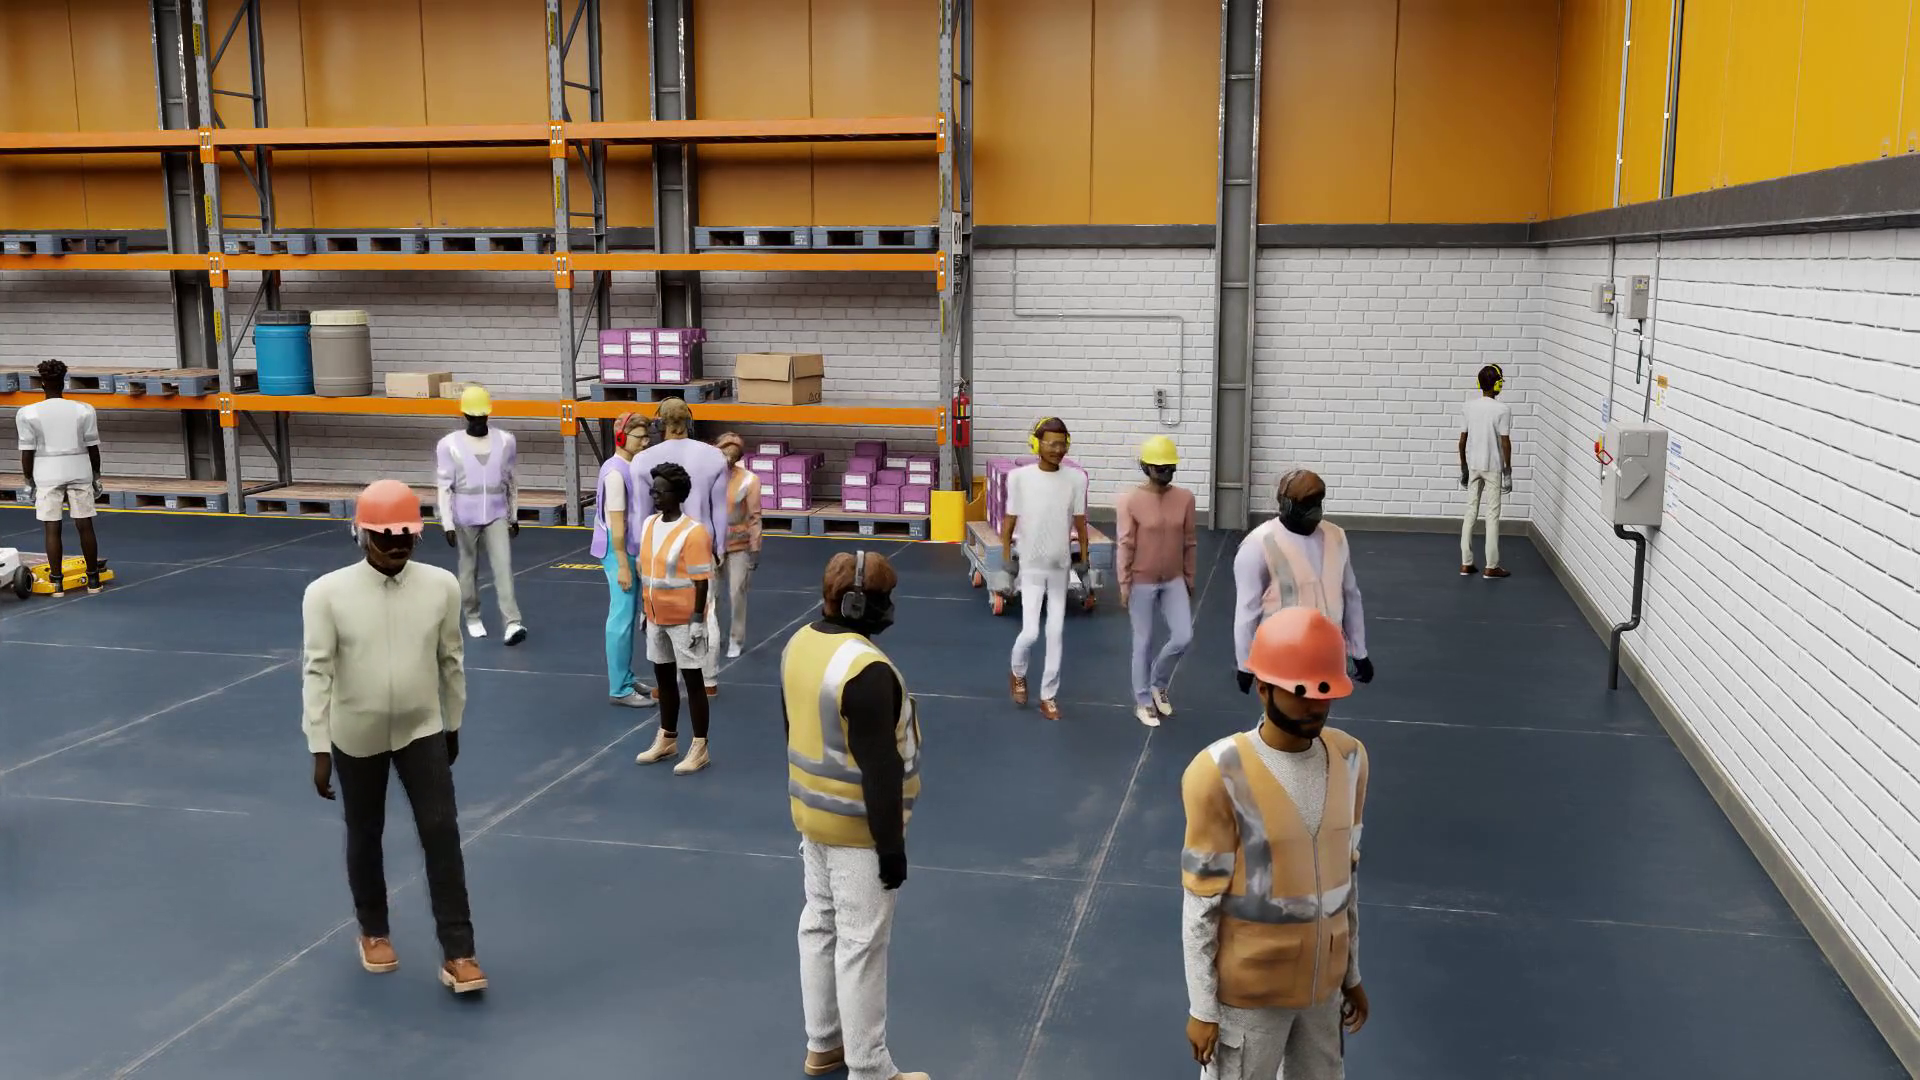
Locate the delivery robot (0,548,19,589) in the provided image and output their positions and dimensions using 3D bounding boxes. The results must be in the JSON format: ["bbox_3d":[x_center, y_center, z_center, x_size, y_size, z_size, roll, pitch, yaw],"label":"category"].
[{"bbox_3d":[-7.814,0.222,13.308,0.477,0.478,0.707,-2,10,-13],"label":"delivery robot"}]

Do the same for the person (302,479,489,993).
[{"bbox_3d":[-2.133,0.758,6.273,0.641,1.957,0.916,-6,11,-31],"label":"person"}]

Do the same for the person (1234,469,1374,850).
[{"bbox_3d":[1.635,0.550,7.989,0.633,1.798,0.963,-6,11,-31],"label":"person"}]

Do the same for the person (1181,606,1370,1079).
[{"bbox_3d":[0.823,1.113,4.226,0.553,1.934,0.365,-5,11,-27],"label":"person"}]

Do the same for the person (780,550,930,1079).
[{"bbox_3d":[-0.345,0.944,5.522,0.430,1.839,0.619,-6,11,-30],"label":"person"}]

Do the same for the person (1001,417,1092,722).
[{"bbox_3d":[0.521,0.168,10.065,0.539,1.856,0.459,-2,10,-14],"label":"person"}]

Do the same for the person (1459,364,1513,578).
[{"bbox_3d":[4.613,-0.600,14.562,0.329,1.872,0.508,-9,13,-42],"label":"person"}]

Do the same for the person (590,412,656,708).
[{"bbox_3d":[-2.100,0.118,10.409,0.396,1.837,0.565,0,10,-3],"label":"person"}]

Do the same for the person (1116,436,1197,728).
[{"bbox_3d":[1.175,0.252,9.873,0.551,1.752,0.369,-3,10,-19],"label":"person"}]

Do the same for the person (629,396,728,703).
[{"bbox_3d":[-1.750,0.073,10.390,0.627,1.935,0.373,-5,11,-28],"label":"person"}]

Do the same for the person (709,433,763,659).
[{"bbox_3d":[-1.594,0.047,11.492,0.536,1.597,0.490,2,10,9],"label":"person"}]

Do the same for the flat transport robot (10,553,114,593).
[{"bbox_3d":[-8.056,0.260,14.196,1.431,0.197,0.652,3,10,17],"label":"flat transport robot"}]

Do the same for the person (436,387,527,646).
[{"bbox_3d":[-3.430,-0.162,11.970,0.600,1.865,0.987,-5,11,-28],"label":"person"}]

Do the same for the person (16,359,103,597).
[{"bbox_3d":[-7.417,-0.510,13.744,0.603,1.966,0.368,-7,12,-36],"label":"person"}]

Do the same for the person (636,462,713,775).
[{"bbox_3d":[-1.559,0.419,9.042,0.556,1.700,0.318,8,12,39],"label":"person"}]
